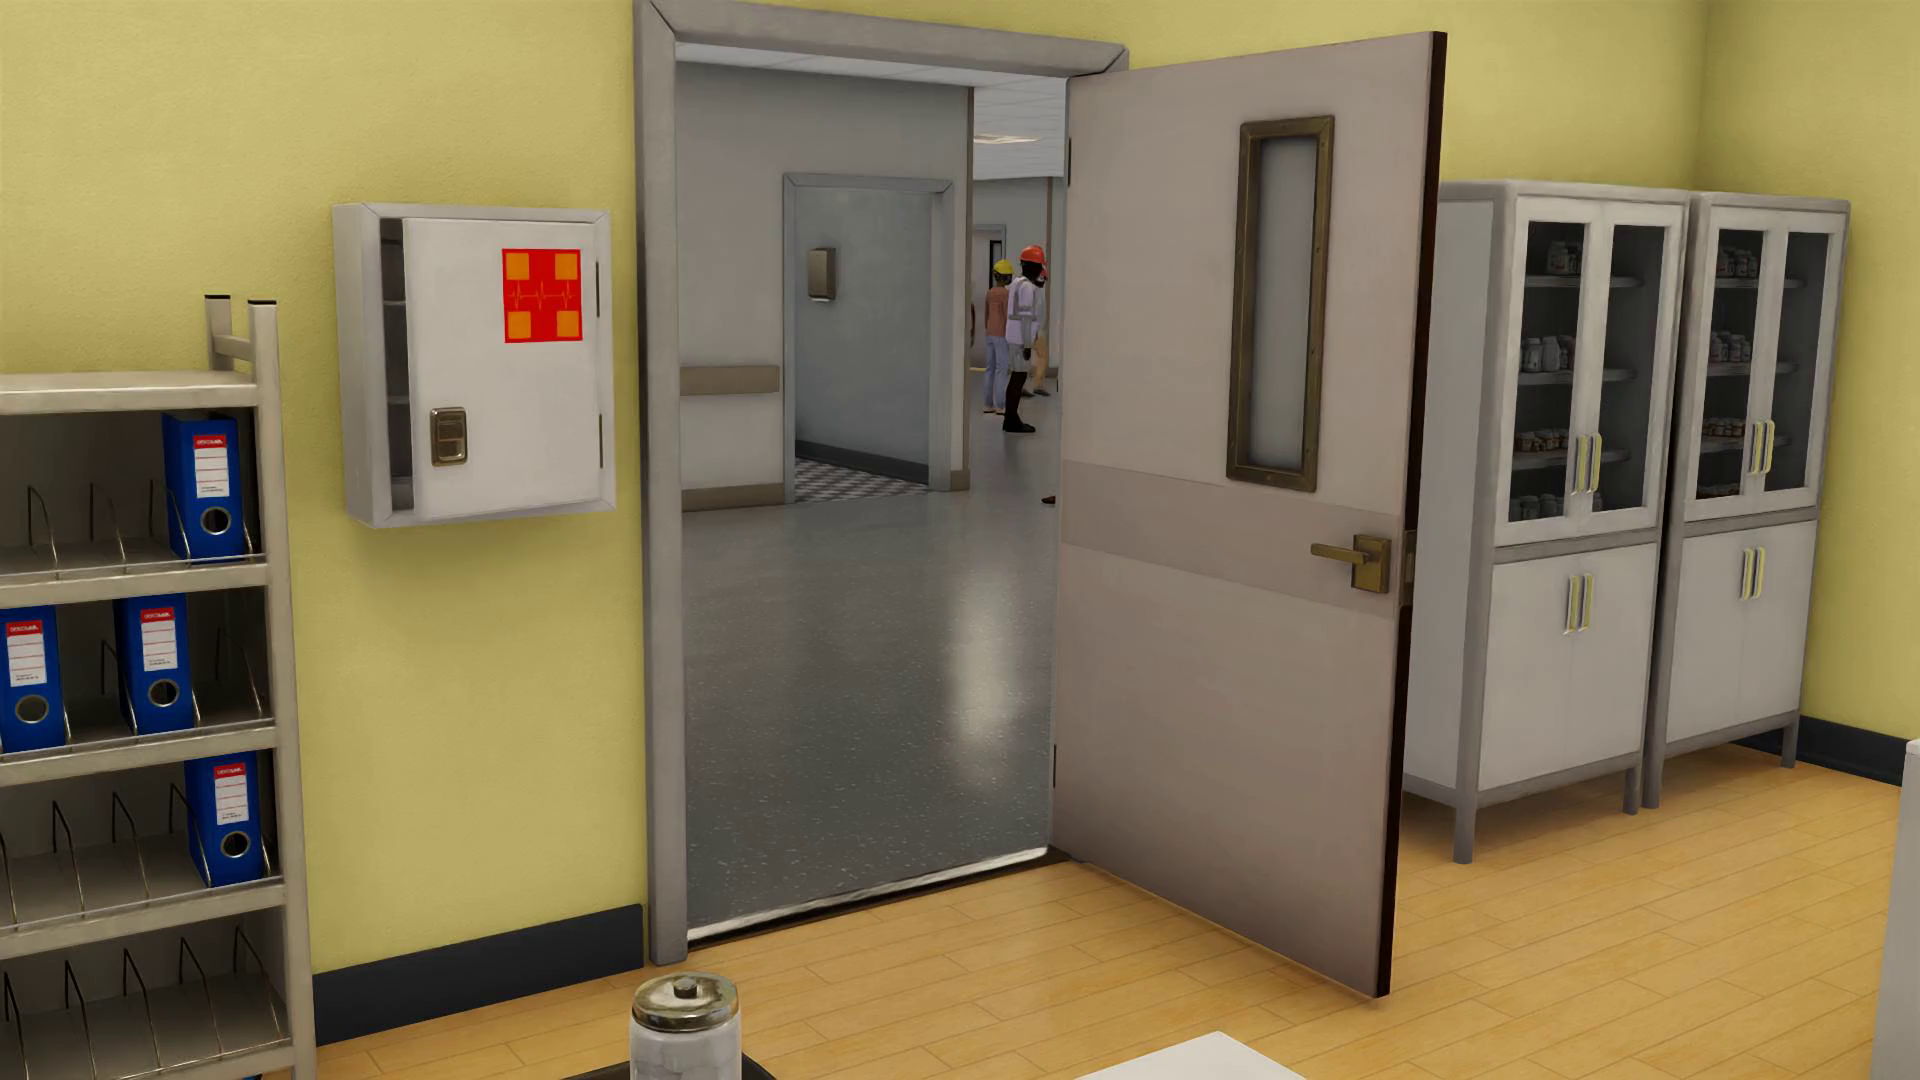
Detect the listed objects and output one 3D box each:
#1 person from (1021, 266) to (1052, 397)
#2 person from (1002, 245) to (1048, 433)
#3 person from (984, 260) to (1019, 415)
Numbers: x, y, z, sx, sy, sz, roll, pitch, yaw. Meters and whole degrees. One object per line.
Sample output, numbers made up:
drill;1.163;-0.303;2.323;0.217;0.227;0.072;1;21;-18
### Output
person;0.941;-2.695;21.539;0.555;1.706;0.572;-4;11;-25
person;0.679;-2.056;17.086;0.414;1.921;0.541;-1;10;-9
person;0.468;-2.318;19.075;0.328;1.769;0.526;-5;11;-30
